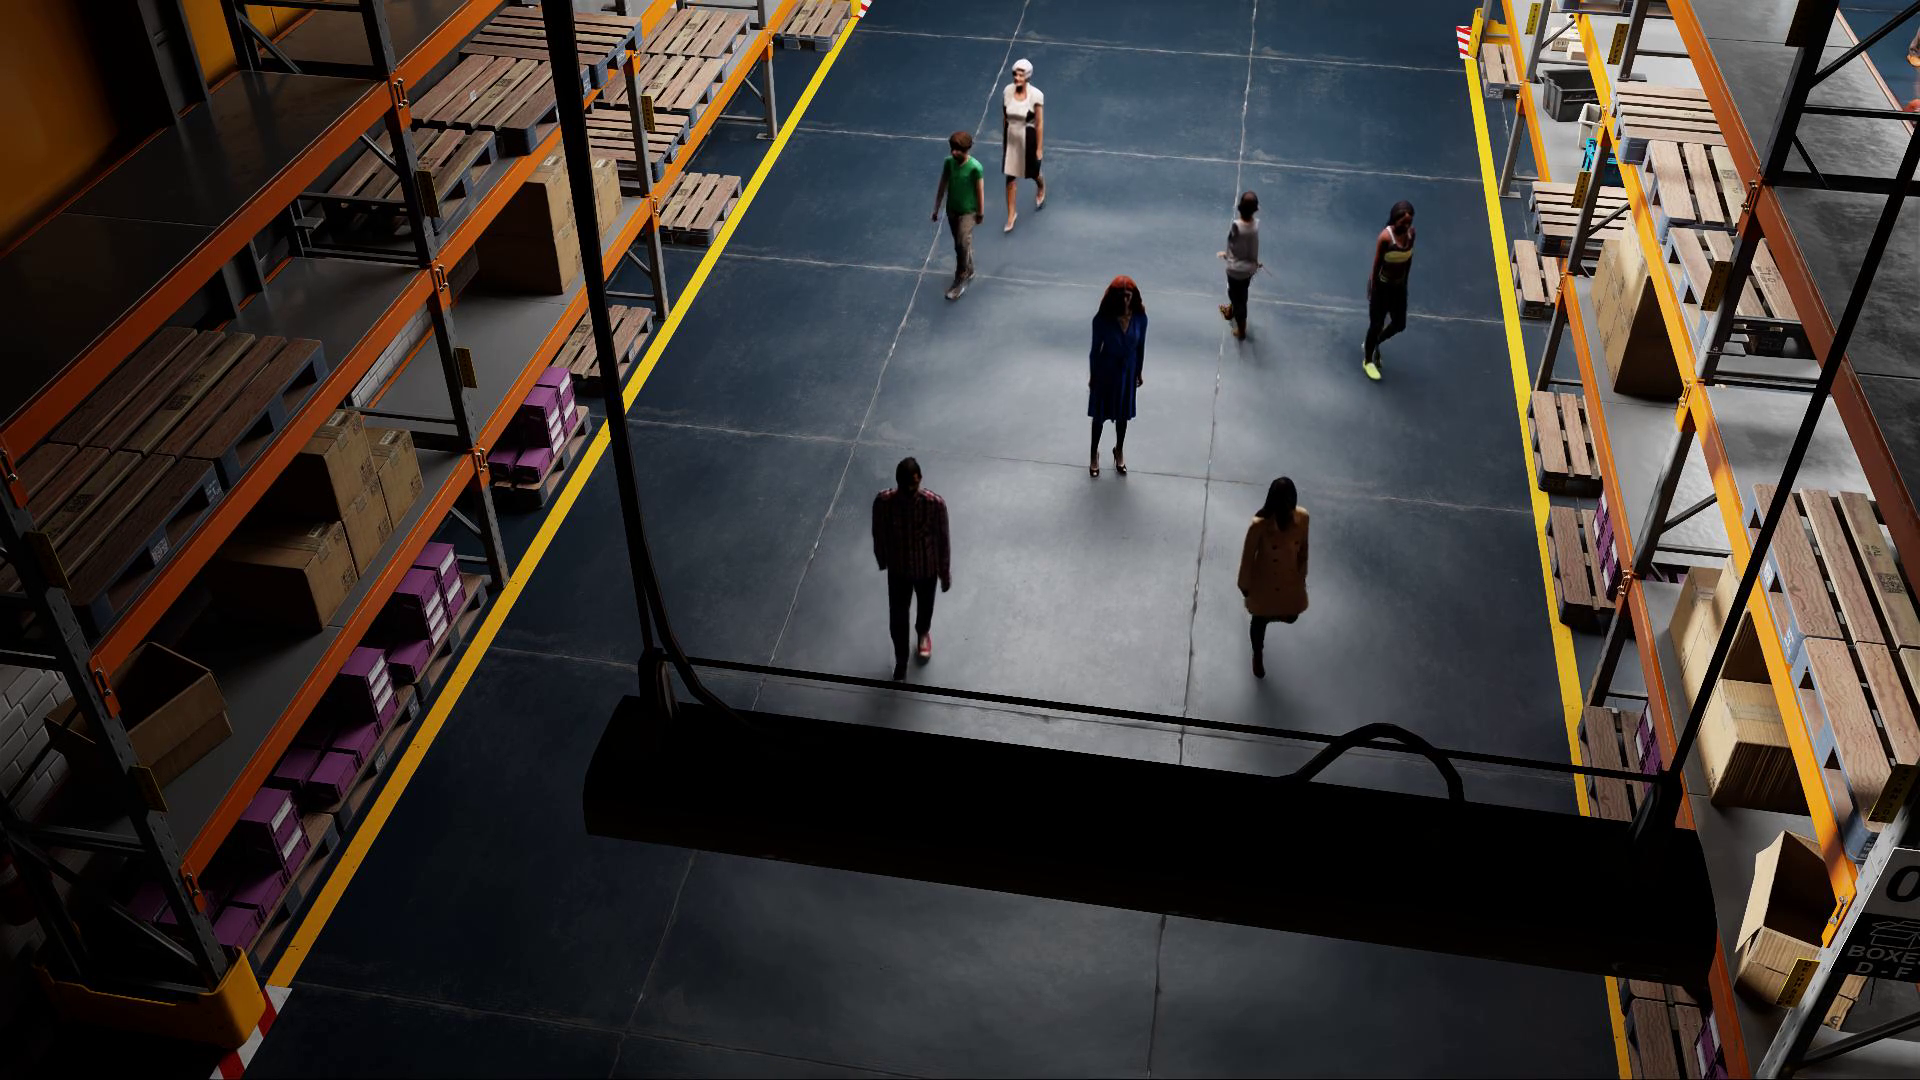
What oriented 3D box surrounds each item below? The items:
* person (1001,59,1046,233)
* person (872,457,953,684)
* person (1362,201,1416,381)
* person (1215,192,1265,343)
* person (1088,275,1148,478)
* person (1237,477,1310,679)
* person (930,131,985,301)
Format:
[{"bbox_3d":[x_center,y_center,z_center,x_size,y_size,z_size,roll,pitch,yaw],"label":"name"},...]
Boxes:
[{"bbox_3d":[0.682,-4.046,16.883,0.854,1.729,1.133,17,42,21],"label":"person"},{"bbox_3d":[-0.321,0.114,11.665,0.793,1.739,0.902,-1,39,-2],"label":"person"},{"bbox_3d":[3.698,-2.246,14.619,0.727,1.741,0.782,-16,41,-19],"label":"person"},{"bbox_3d":[2.600,-2.501,15.185,0.739,1.433,0.918,-9,40,-12],"label":"person"},{"bbox_3d":[1.253,-1.316,13.384,0.691,1.828,0.685,-6,39,-8],"label":"person"},{"bbox_3d":[2.154,0.213,11.594,0.815,1.673,0.881,-7,39,-9],"label":"person"},{"bbox_3d":[0.068,-3.170,15.870,0.806,1.623,0.949,26,45,29],"label":"person"}]
